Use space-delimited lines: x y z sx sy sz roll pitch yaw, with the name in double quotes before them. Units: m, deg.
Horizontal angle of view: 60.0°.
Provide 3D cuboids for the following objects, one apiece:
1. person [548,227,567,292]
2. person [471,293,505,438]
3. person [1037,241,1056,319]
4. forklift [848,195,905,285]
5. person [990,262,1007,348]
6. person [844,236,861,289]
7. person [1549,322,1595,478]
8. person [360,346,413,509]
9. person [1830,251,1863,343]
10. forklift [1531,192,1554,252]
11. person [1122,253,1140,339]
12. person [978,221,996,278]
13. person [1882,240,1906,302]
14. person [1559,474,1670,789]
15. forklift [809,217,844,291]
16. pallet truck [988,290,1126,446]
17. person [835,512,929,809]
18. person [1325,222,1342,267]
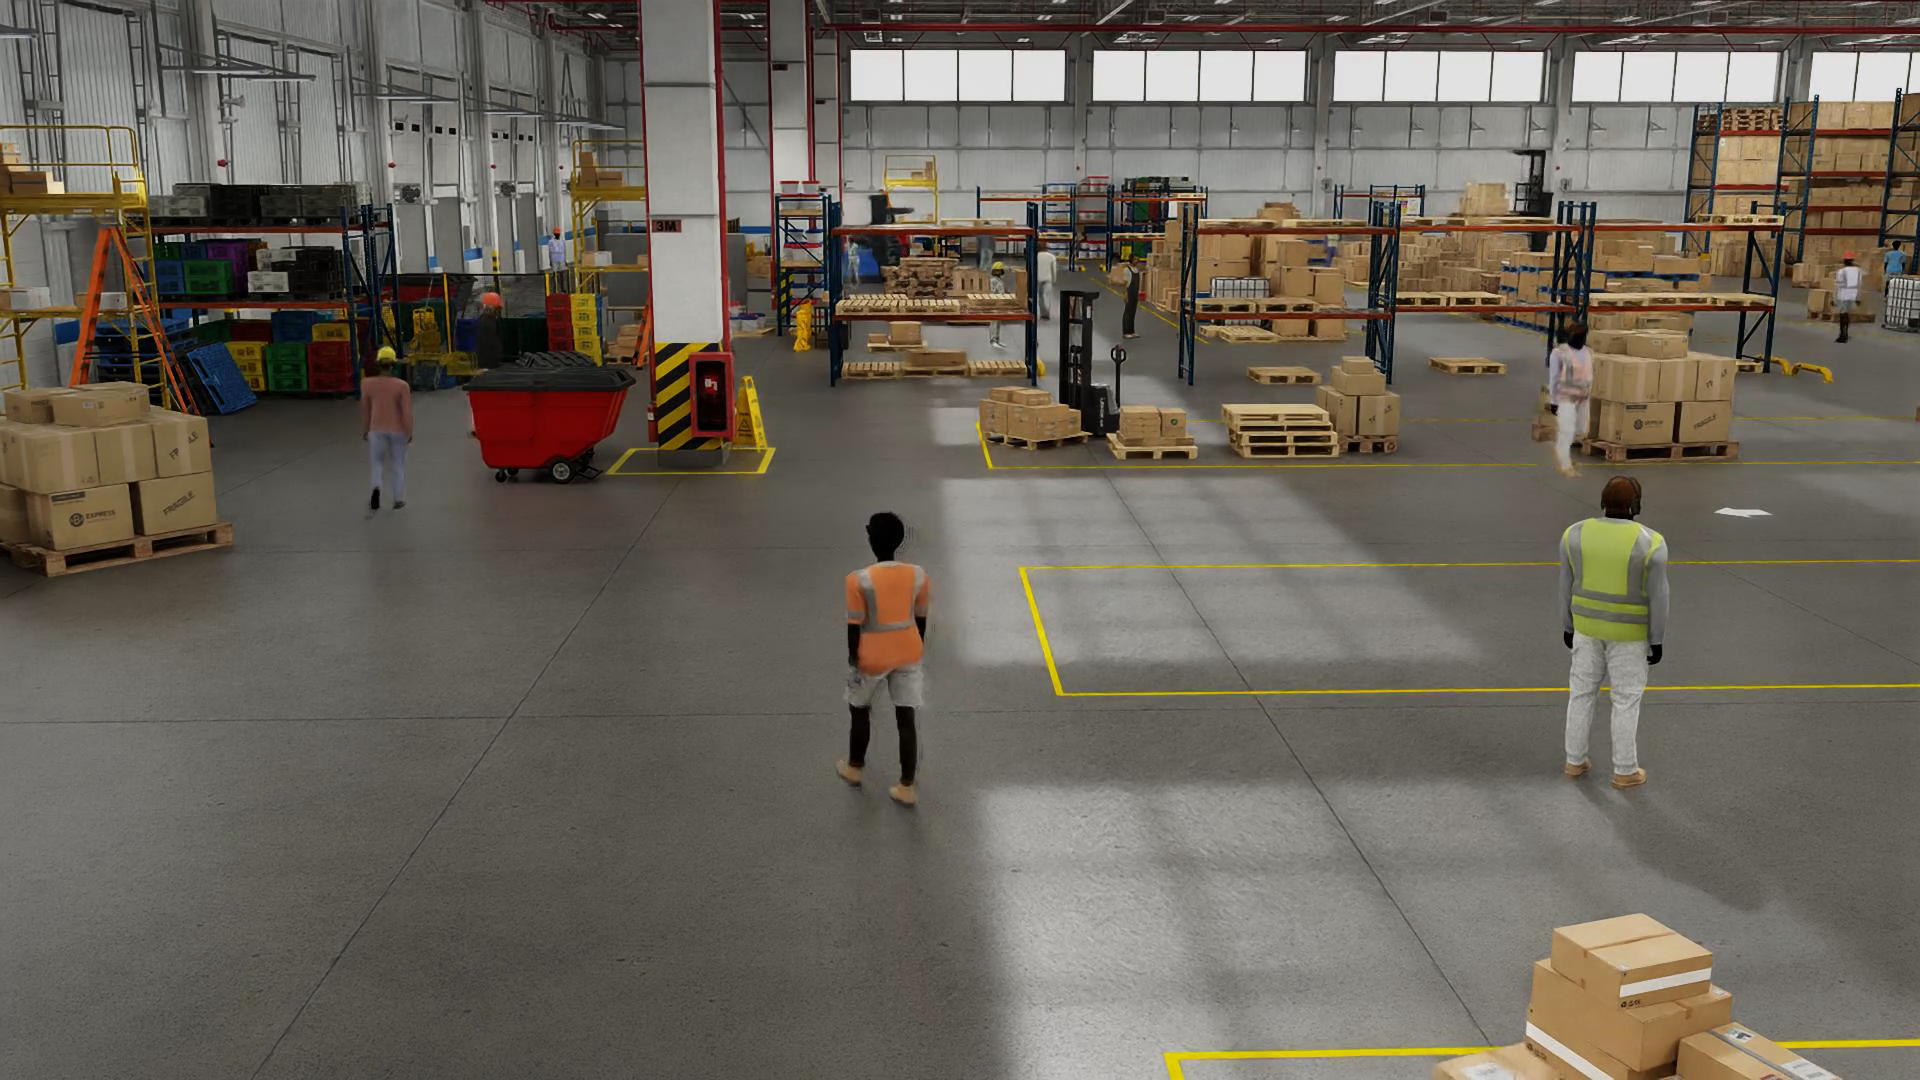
"person" -11.950 -8.326 49.456 0.542 1.939 0.359 -7 14 -29
"person" -6.183 -2.343 22.400 0.979 1.946 0.661 -3 13 -13
"person" 2.015 -6.267 40.258 0.633 1.904 0.797 0 12 -2
"forklift" -2.561 -9.515 52.683 1.873 2.768 1.129 3 13 12
"person" 0.782 -4.811 34.030 0.289 1.746 0.487 5 14 23
"person" -3.333 -8.533 51.116 0.632 1.614 0.531 -9 15 -35
"person" 7.181 -1.663 19.633 0.631 1.827 0.553 -5 13 -21
"person" -6.048 -1.167 17.547 0.547 1.750 0.520 -1 13 -5
"person" 18.592 -5.109 34.968 0.580 1.920 0.526 -1 13 -5
"forklift" 21.012 -11.154 60.080 1.873 2.768 1.129 0 12 -2
"person" 3.704 -5.266 35.852 0.325 1.843 0.517 10 16 37
"person" 0.921 -9.794 56.113 0.630 1.927 0.441 4 13 18
"person" 25.719 -7.394 45.794 0.535 1.700 0.318 5 13 21
"person" 3.802 0.530 9.692 0.627 1.846 0.429 11 16 40
"forklift" -4.375 -8.619 48.637 1.873 2.768 1.129 0 12 -2
"pallet truck" 1.257 -2.299 22.111 1.885 1.965 0.823 -9 15 -35
"person" -0.457 0.654 9.508 0.554 1.661 0.782 -6 14 -27
"person" 12.987 -10.138 57.760 0.636 1.874 0.977 -1 13 -4
